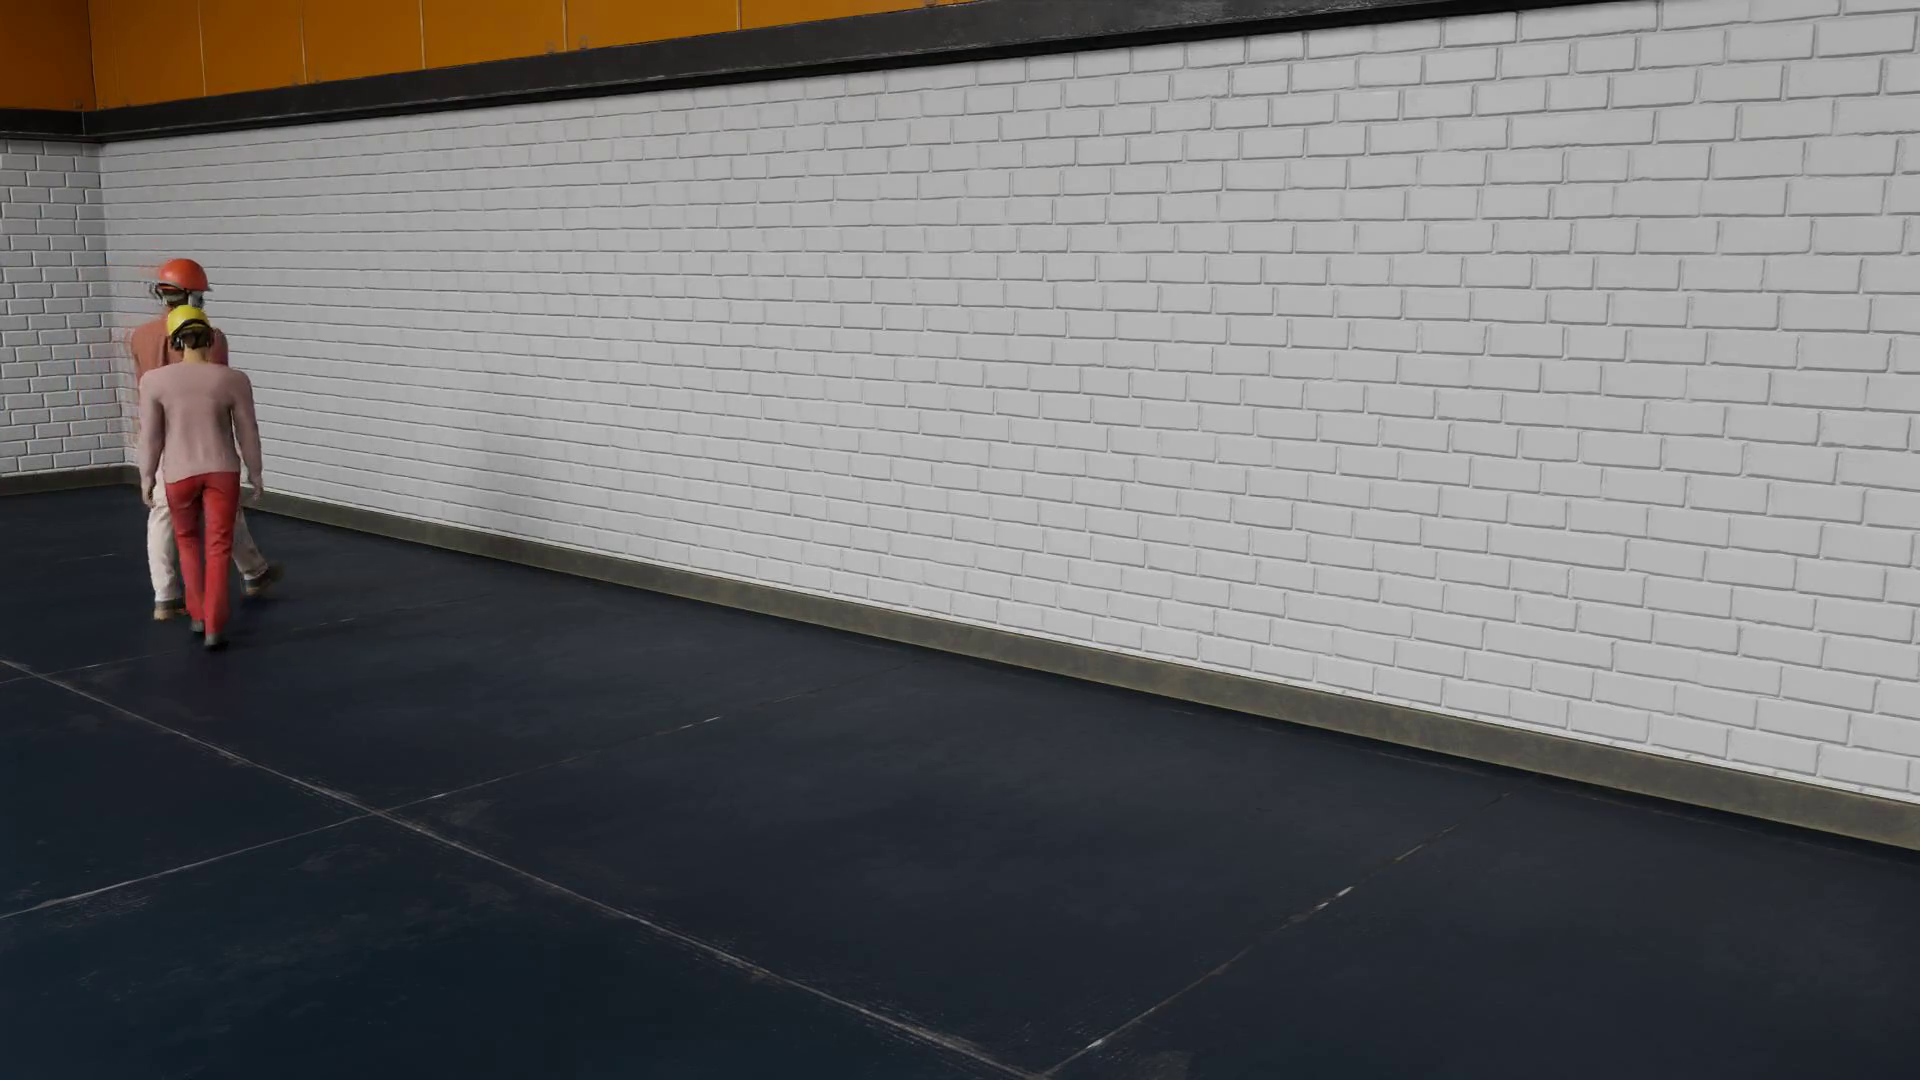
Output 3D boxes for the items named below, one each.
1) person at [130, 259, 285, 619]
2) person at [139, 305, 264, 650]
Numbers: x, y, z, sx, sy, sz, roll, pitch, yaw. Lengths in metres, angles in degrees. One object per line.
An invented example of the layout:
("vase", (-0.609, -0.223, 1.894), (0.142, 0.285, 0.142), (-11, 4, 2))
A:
("person", (-4.261, -0.585, 9.332), (0.633, 1.946, 0.999), (2, 10, 11))
("person", (-3.862, -0.326, 8.490), (0.566, 1.721, 0.702), (-4, 11, -22))
